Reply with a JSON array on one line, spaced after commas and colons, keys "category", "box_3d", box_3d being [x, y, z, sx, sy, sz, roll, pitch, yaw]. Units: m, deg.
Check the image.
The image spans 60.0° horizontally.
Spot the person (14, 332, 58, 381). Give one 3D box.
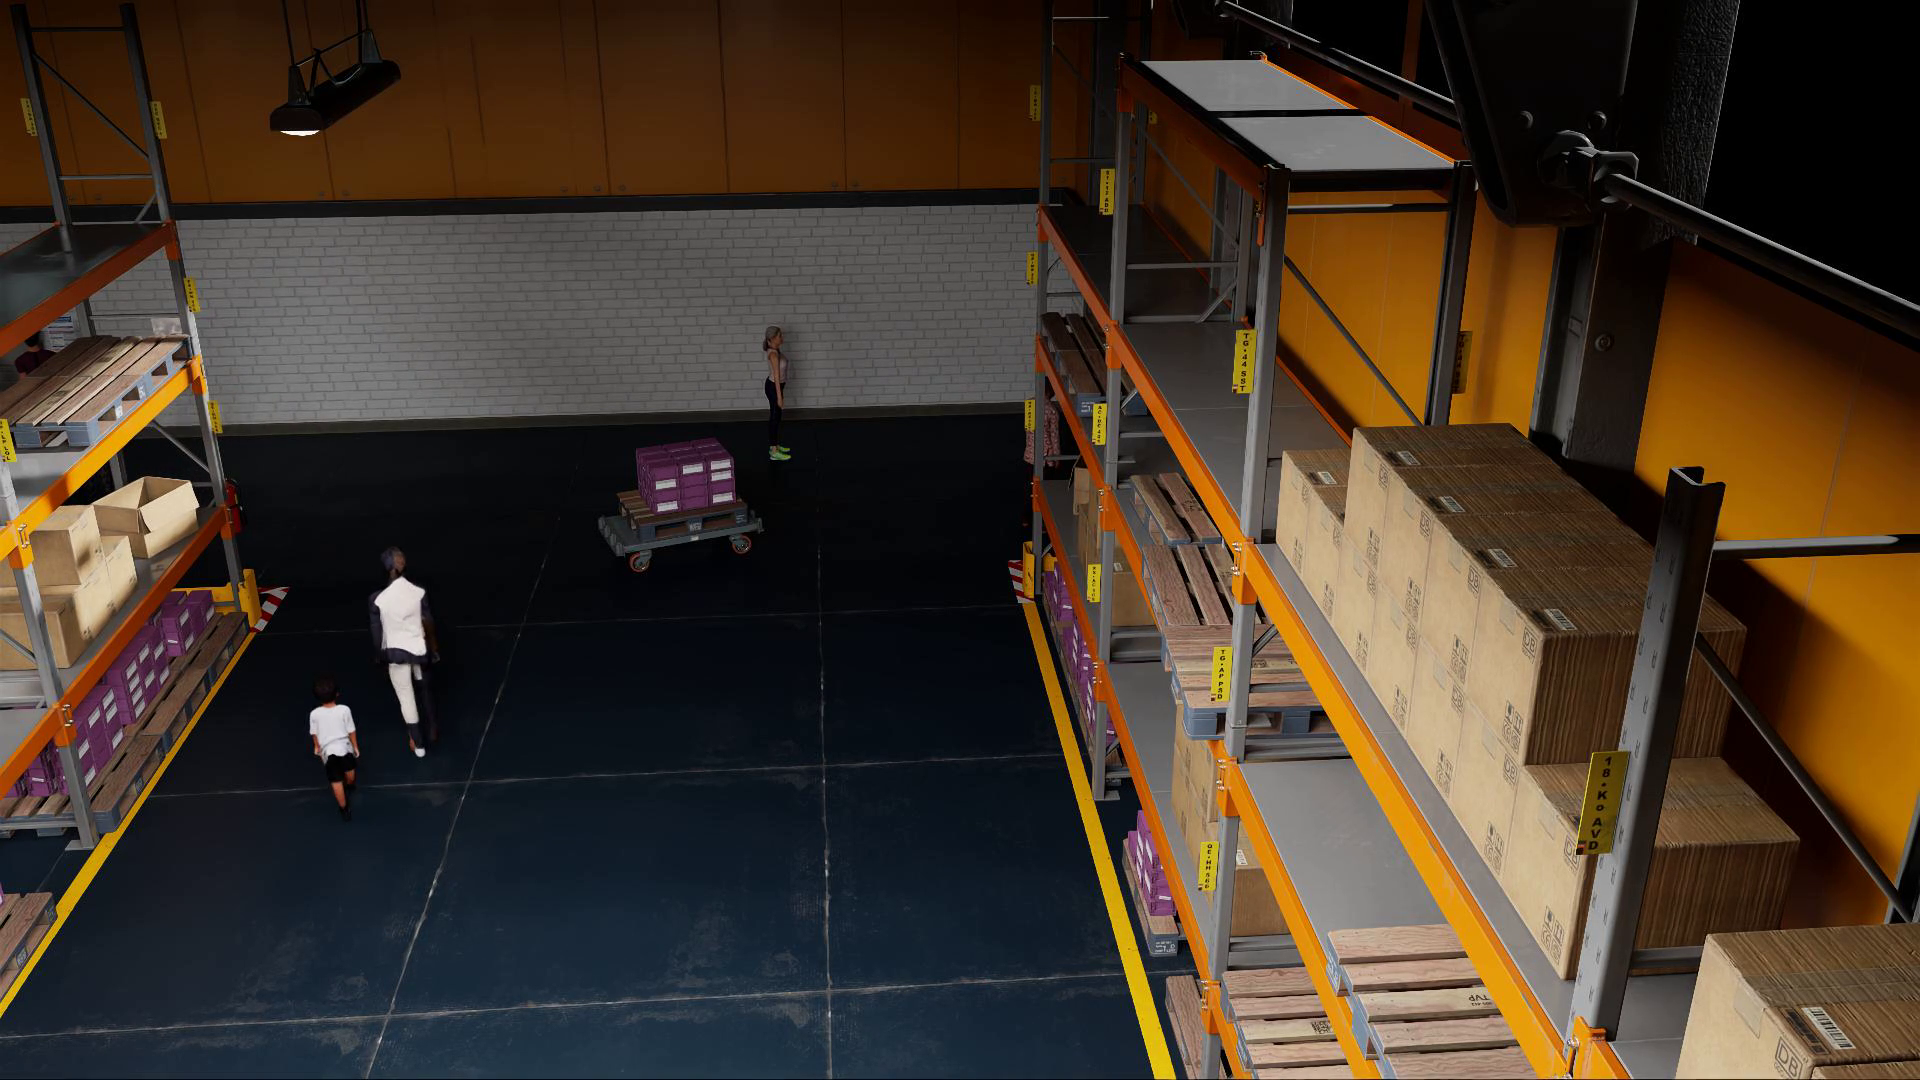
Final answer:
[{"category": "person", "box_3d": [-11.195, -1.719, 20.382, 0.742, 1.850, 0.751, -18, 29, -35]}]

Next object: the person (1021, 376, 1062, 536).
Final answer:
[{"category": "person", "box_3d": [0.915, -0.966, 18.721, 0.836, 1.801, 0.741, -19, 30, -37]}]

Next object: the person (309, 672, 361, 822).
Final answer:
[{"category": "person", "box_3d": [-5.012, 1.685, 13.358, 0.645, 1.240, 0.858, -9, 25, -20]}]

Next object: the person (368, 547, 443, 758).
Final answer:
[{"category": "person", "box_3d": [-4.686, 0.994, 14.140, 0.783, 1.879, 0.790, -12, 27, -26]}]

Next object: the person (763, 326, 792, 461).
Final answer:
[{"category": "person", "box_3d": [-2.325, -1.865, 20.901, 0.662, 1.702, 0.464, -3, 24, -7]}]
